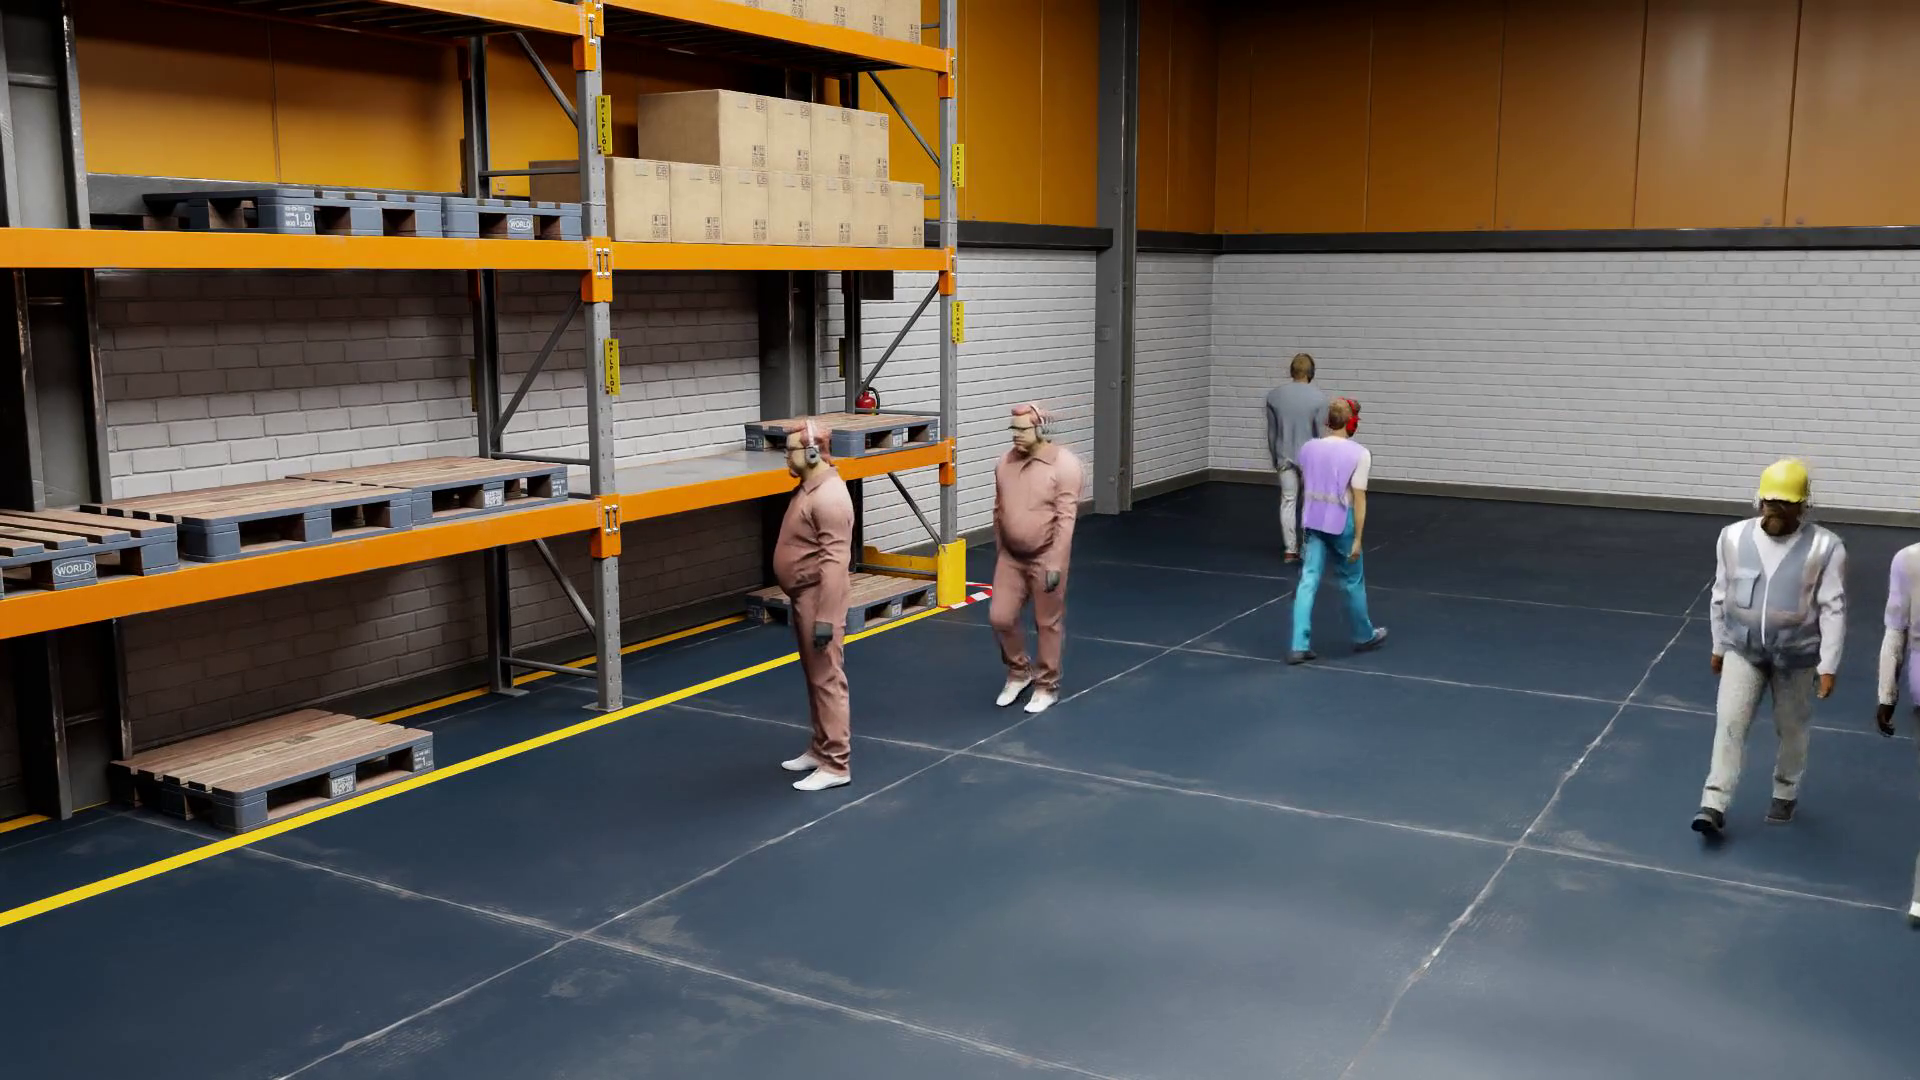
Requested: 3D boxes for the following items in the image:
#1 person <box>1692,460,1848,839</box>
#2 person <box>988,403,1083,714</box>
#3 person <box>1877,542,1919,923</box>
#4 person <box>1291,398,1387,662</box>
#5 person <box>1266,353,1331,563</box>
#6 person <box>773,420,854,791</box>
[{"bbox_3d":[3.783,0.521,7.766,0.610,1.778,0.935,7,11,37],"label":"person"},{"bbox_3d":[0.429,0.118,9.984,0.640,1.885,0.462,6,11,34],"label":"person"},{"bbox_3d":[4.195,0.612,6.937,1.029,1.868,0.603,-8,12,-43],"label":"person"},{"bbox_3d":[2.593,-0.073,11.426,0.963,1.792,0.589,-9,12,-43],"label":"person"},{"bbox_3d":[3.085,-0.734,15.140,0.655,1.933,0.438,6,11,35],"label":"person"},{"bbox_3d":[-0.760,0.331,8.580,0.403,1.904,0.651,-2,9,-13],"label":"person"}]
